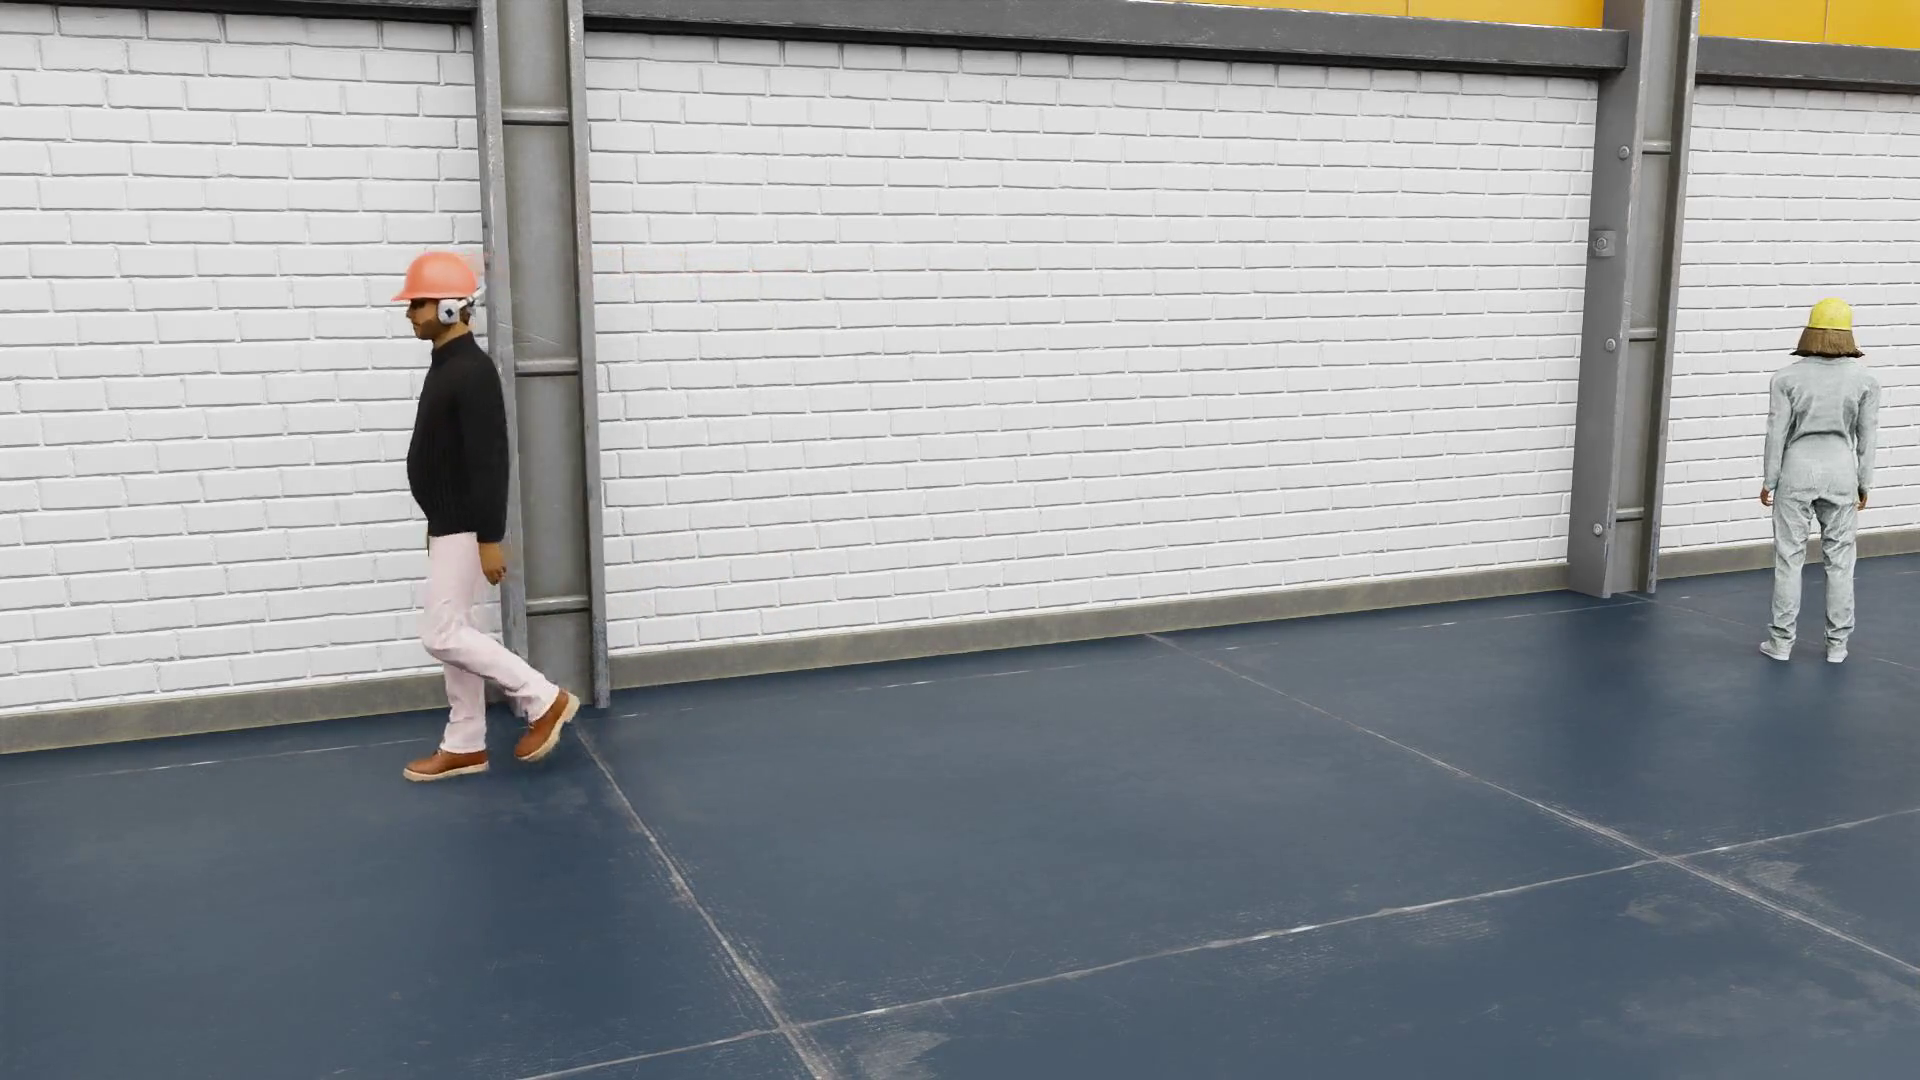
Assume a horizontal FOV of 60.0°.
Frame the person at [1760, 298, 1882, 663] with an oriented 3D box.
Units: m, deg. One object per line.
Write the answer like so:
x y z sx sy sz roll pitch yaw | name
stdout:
4.104 -0.283 7.980 0.490 1.743 0.324 3 11 16 | person

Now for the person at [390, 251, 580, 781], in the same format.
-1.807 -0.074 6.179 0.532 1.978 0.620 -4 11 -22 | person
